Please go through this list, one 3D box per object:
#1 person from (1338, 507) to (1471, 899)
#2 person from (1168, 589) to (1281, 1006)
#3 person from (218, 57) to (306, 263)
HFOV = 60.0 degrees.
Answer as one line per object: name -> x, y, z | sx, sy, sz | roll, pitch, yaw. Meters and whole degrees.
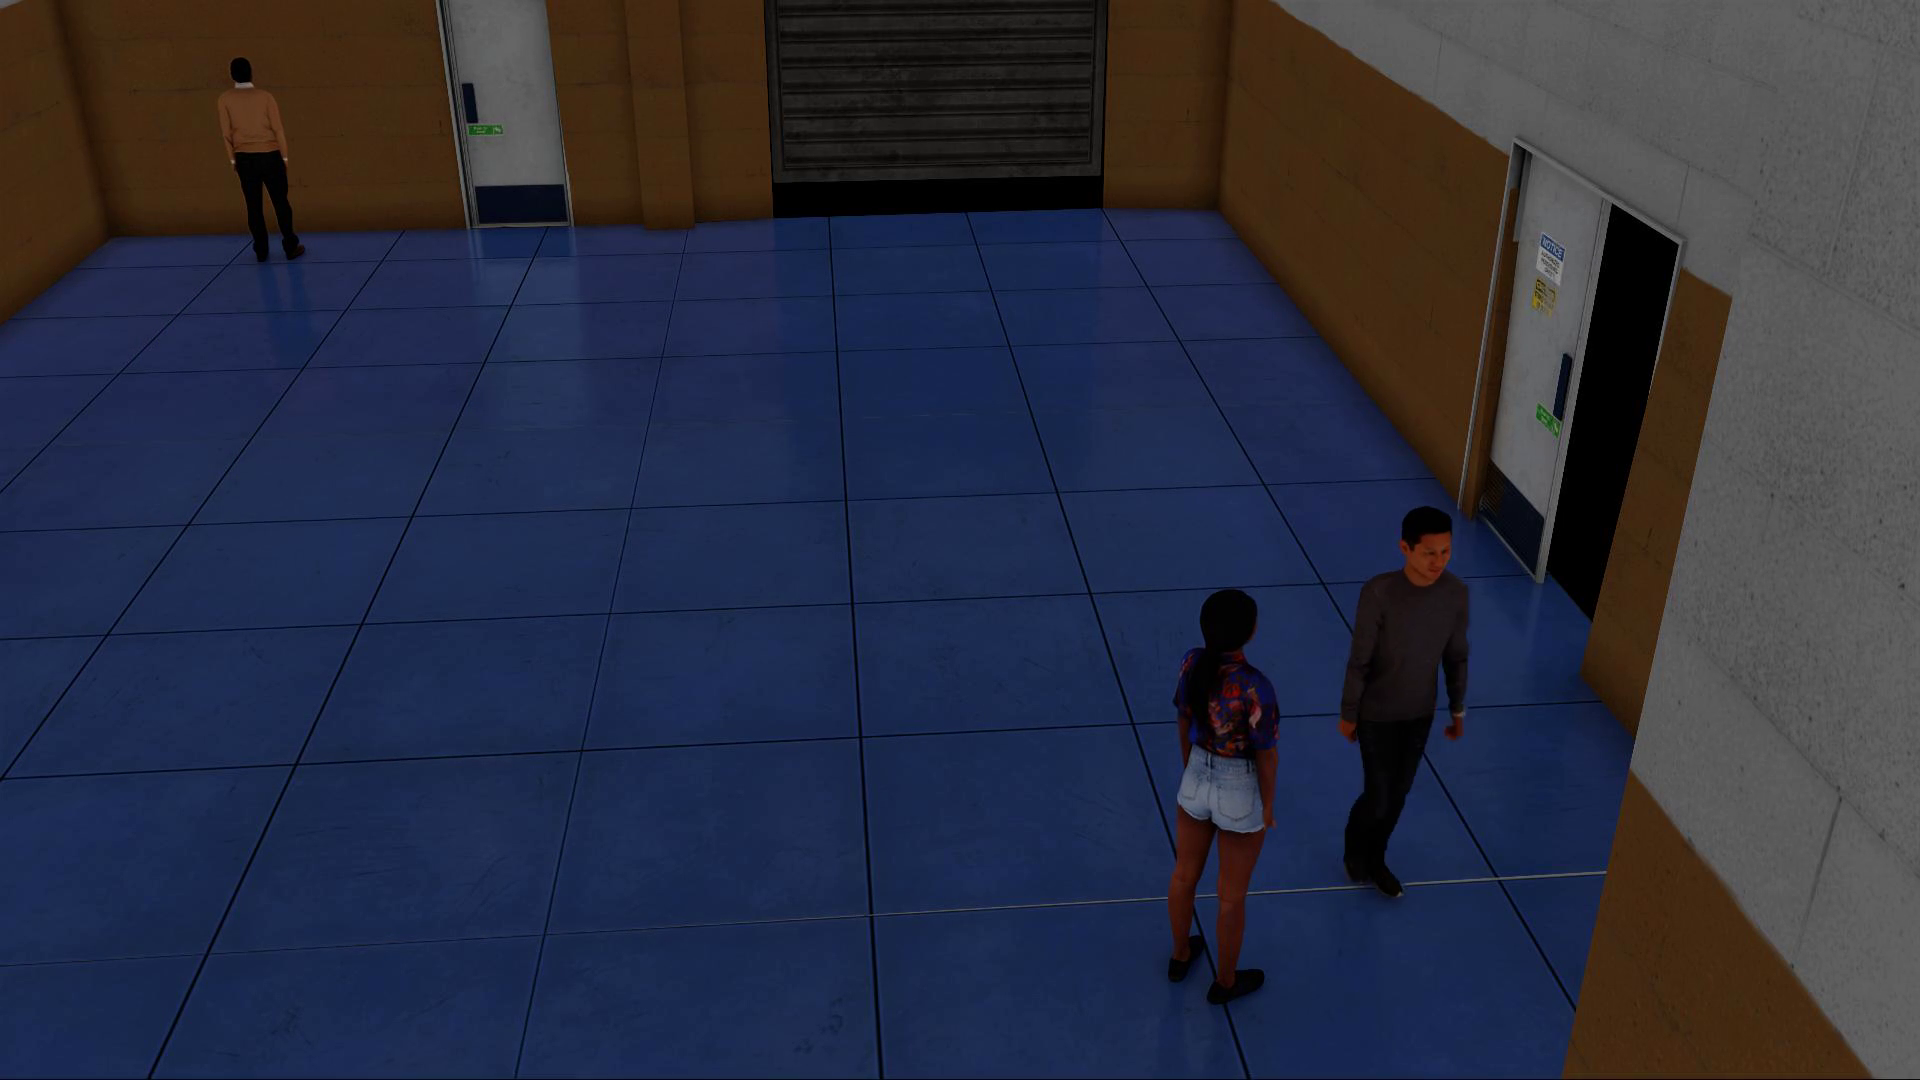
person -> 1.724, 0.634, 6.730 | 0.620, 1.758, 0.769 | -22, 34, -36
person -> 0.961, 0.944, 6.137 | 0.664, 1.743, 0.715 | 23, 35, 37
person -> -6.119, -3.317, 14.517 | 0.559, 1.755, 0.739 | -6, 27, -11
